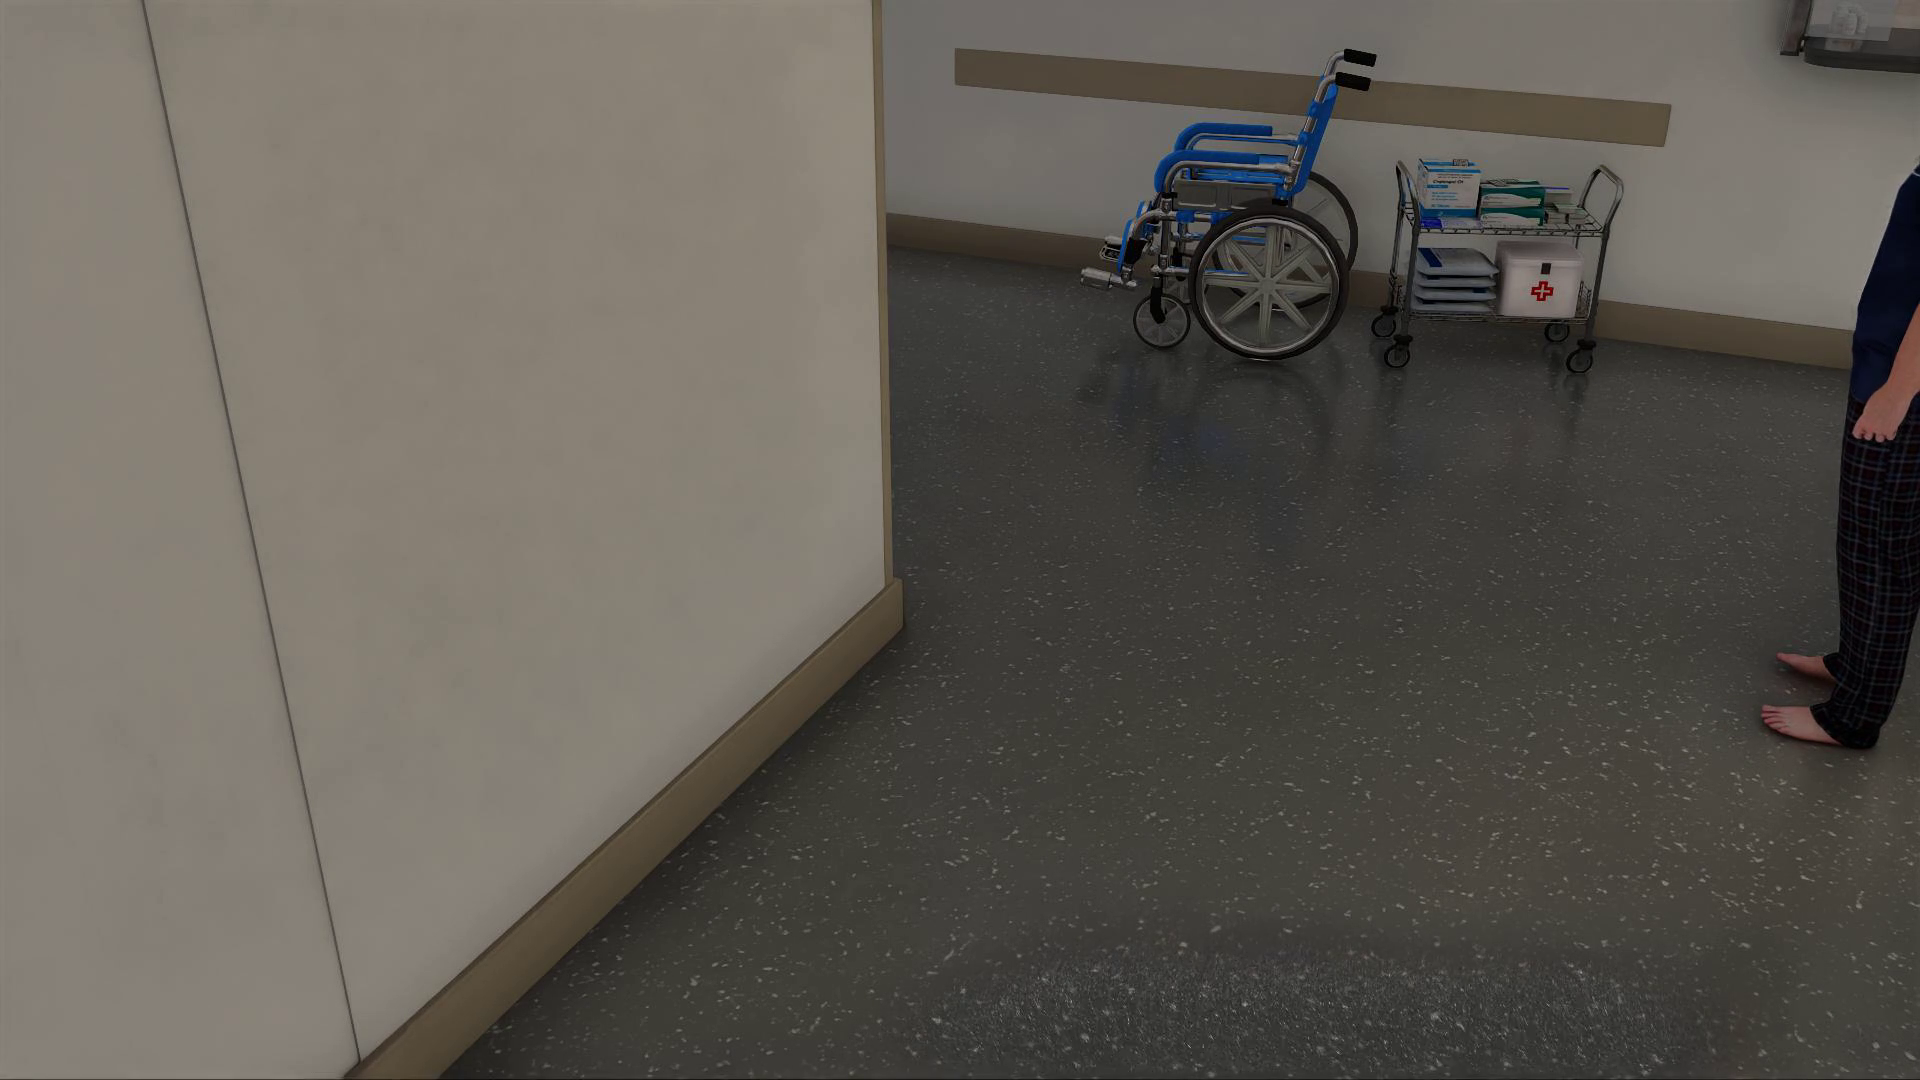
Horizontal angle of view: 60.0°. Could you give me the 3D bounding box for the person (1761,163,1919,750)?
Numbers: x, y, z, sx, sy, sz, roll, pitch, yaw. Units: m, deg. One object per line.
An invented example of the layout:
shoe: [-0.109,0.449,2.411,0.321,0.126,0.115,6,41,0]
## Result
person: [2.281,-0.387,3.953,0.751,1.871,0.535,17,30,31]
